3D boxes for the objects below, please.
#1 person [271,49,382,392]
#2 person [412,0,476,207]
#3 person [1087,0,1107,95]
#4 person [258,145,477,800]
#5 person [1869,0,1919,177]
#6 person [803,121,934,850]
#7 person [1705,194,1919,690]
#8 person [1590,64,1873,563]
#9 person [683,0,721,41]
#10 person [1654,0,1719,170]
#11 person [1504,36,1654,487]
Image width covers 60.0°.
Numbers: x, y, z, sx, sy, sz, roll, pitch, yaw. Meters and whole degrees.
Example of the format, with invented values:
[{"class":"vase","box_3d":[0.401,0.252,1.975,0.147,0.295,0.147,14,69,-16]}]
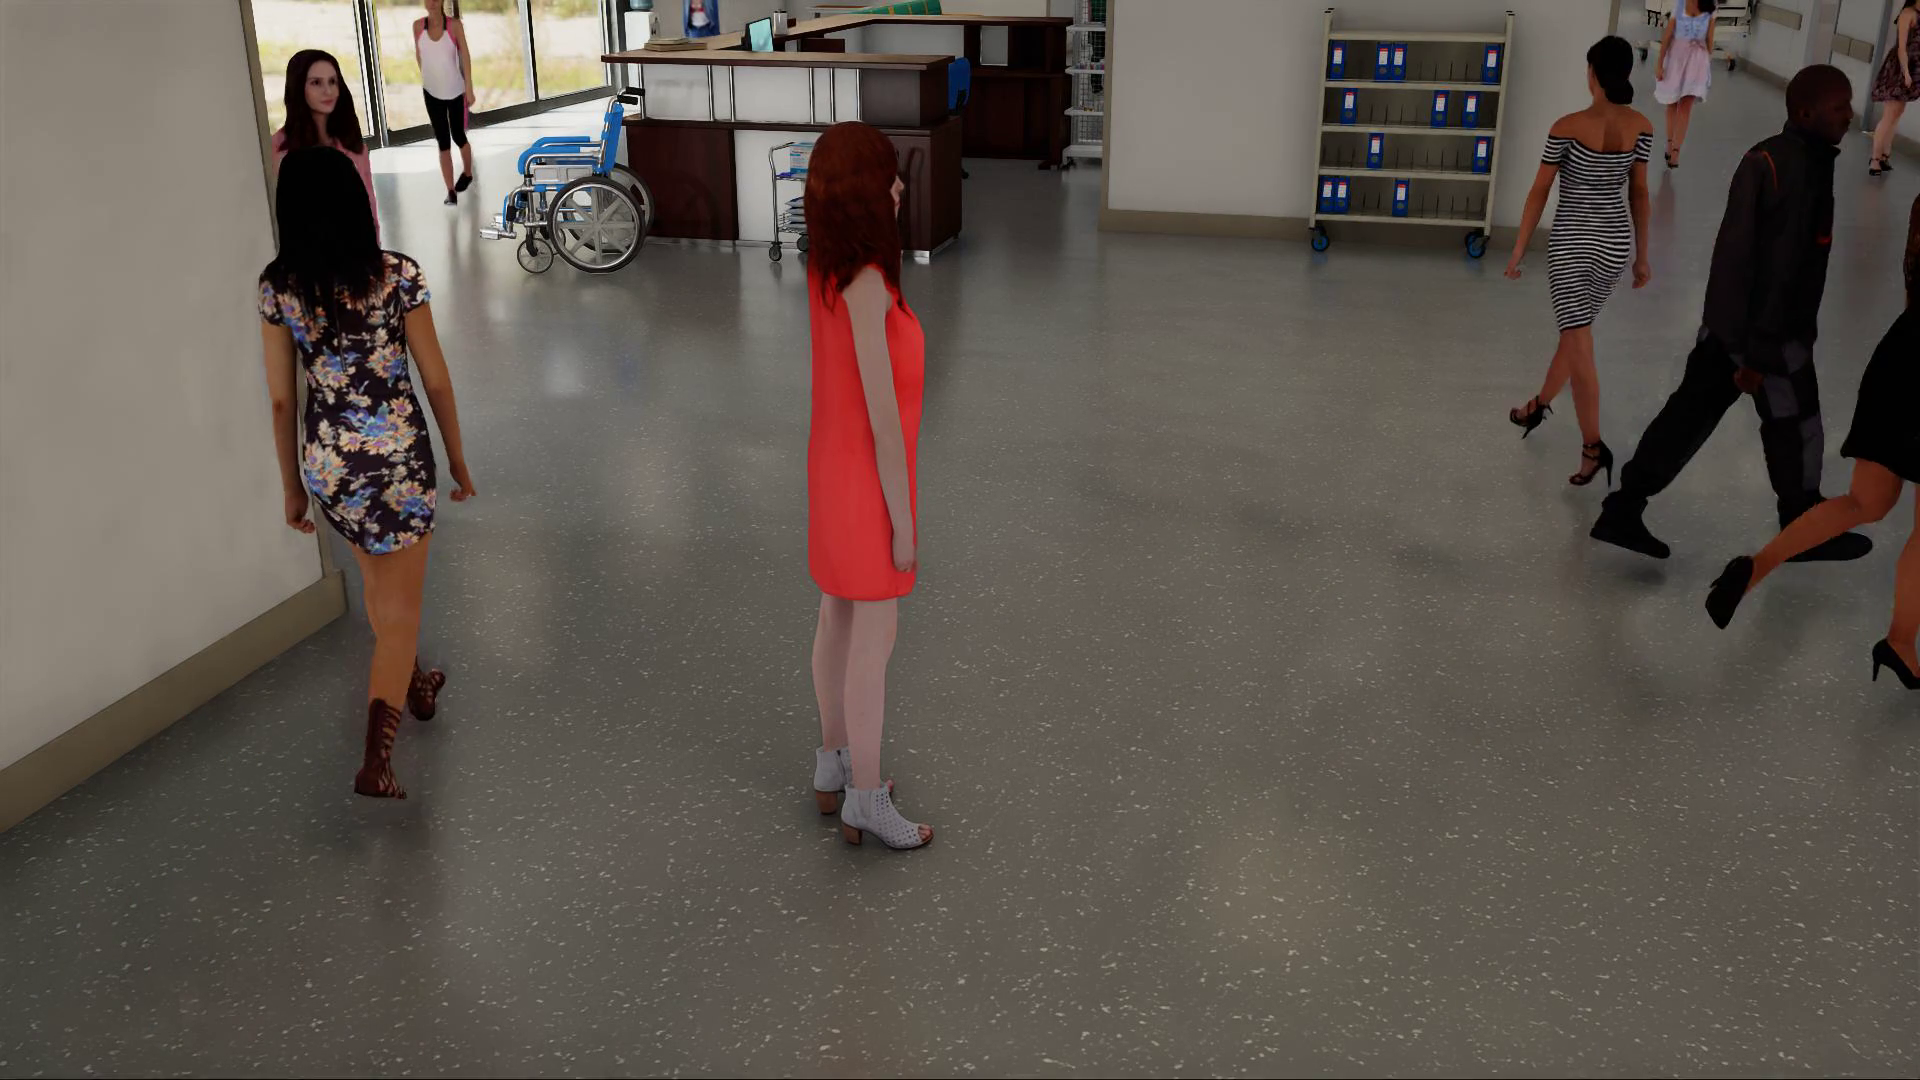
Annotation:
[{"class":"person","box_3d":[-2.488,-0.974,6.502,1.013,1.770,1.187,-17,27,-38]},{"class":"person","box_3d":[-4.142,-3.577,13.454,1.241,1.714,0.964,0,21,-1]},{"class":"person","box_3d":[1.907,-6.822,21.840,0.623,1.842,0.767,13,24,30]},{"class":"person","box_3d":[-1.560,-0.126,4.370,1.149,1.694,0.920,-1,21,-3]},{"class":"person","box_3d":[8.497,-4.194,15.017,0.860,1.761,0.848,14,25,33]},{"class":"person","box_3d":[-0.254,-0.103,4.122,0.694,1.828,0.663,-8,22,-21]},{"class":"person","box_3d":[2.706,-0.377,4.865,1.062,1.813,0.789,-1,21,-4]},{"class":"person","box_3d":[2.688,-0.740,5.868,1.308,1.782,0.896,0,21,1]},{"class":"person","box_3d":[-2.950,-5.782,19.310,1.059,1.689,0.753,3,21,8]},{"class":"person","box_3d":[6.676,-4.323,15.358,1.148,1.760,0.803,9,22,22]},{"class":"person","box_3d":[2.596,-1.080,6.787,1.159,1.767,1.052,-4,21,-10]}]
